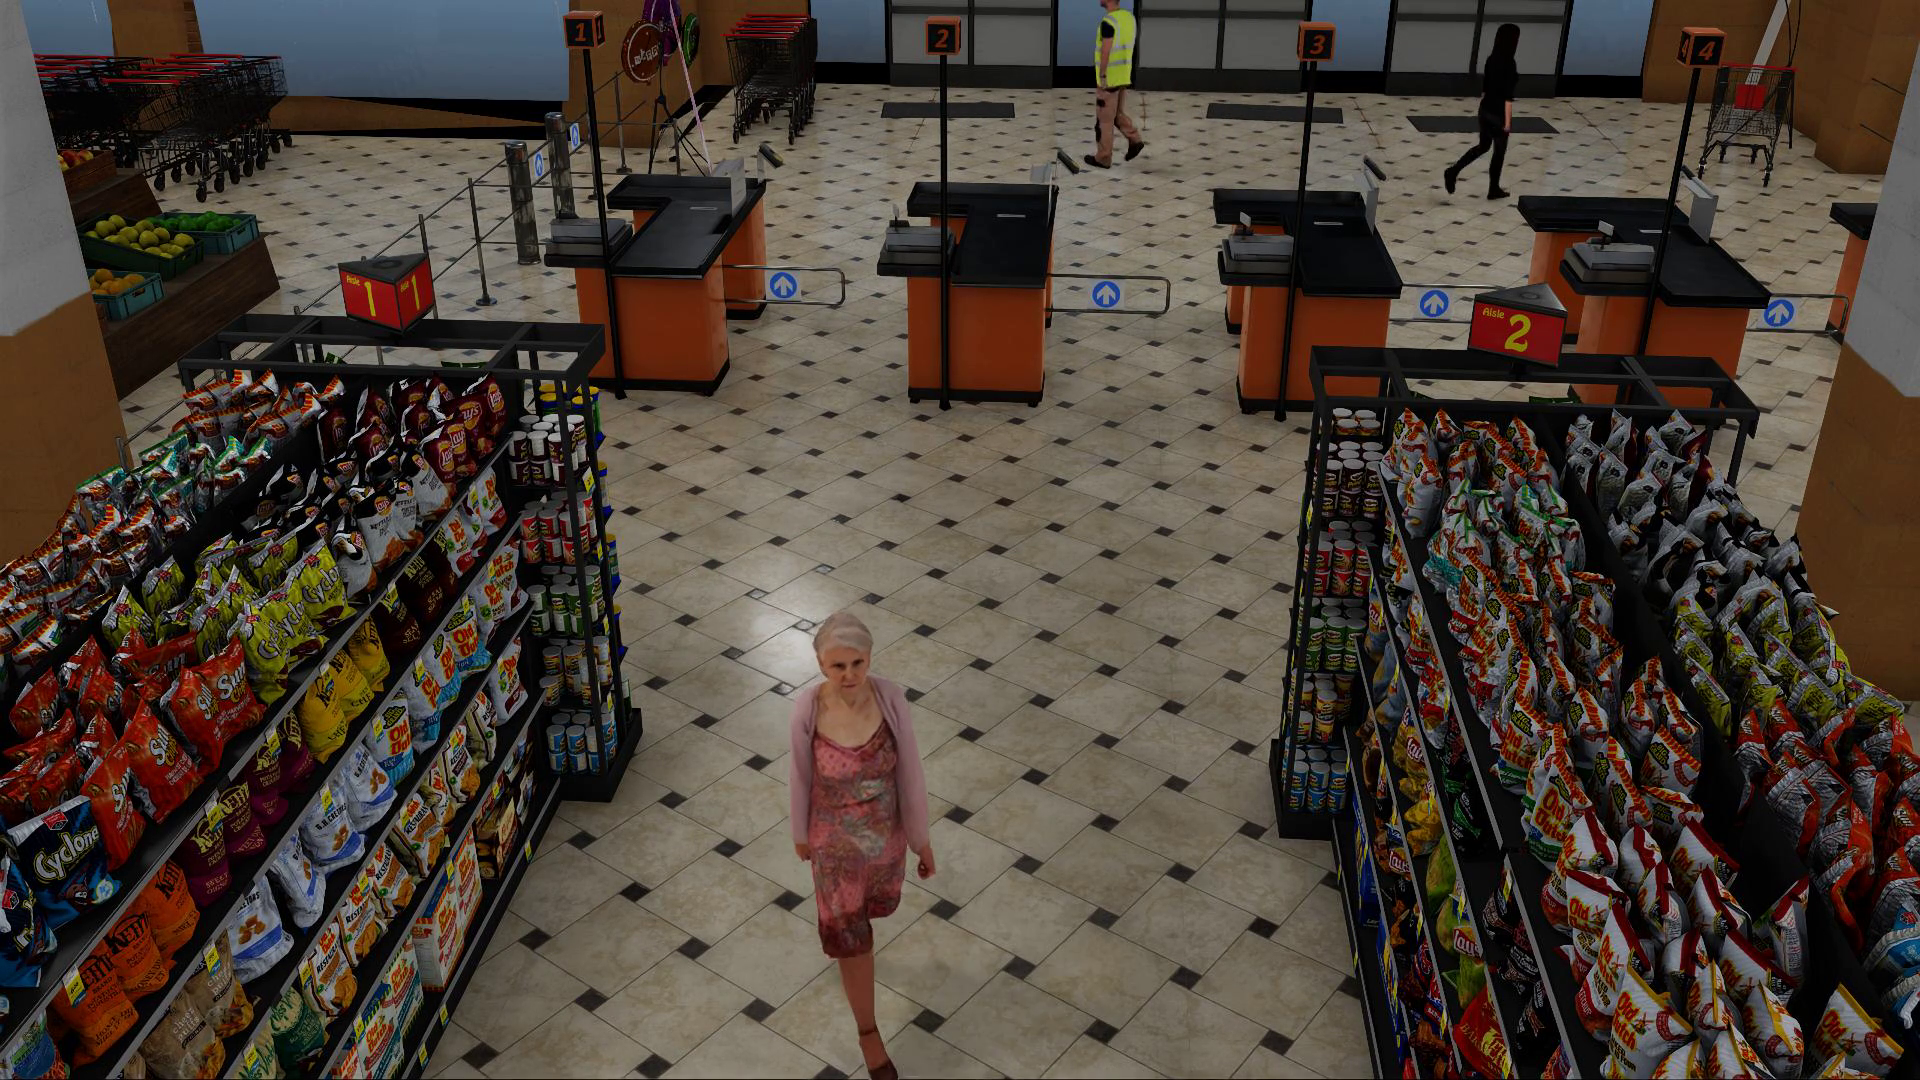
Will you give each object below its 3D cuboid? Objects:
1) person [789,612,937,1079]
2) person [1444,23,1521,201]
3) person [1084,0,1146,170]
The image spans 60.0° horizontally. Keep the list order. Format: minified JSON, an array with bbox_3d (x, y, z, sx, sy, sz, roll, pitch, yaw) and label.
[{"bbox_3d":[-0.372,0.963,5.756,0.902,1.646,1.119,-11,29,-21],"label":"person"},{"bbox_3d":[4.910,-3.951,15.468,0.885,1.626,0.962,-10,29,-19],"label":"person"},{"bbox_3d":[1.582,-4.597,16.515,0.970,1.832,0.928,19,32,32],"label":"person"}]
